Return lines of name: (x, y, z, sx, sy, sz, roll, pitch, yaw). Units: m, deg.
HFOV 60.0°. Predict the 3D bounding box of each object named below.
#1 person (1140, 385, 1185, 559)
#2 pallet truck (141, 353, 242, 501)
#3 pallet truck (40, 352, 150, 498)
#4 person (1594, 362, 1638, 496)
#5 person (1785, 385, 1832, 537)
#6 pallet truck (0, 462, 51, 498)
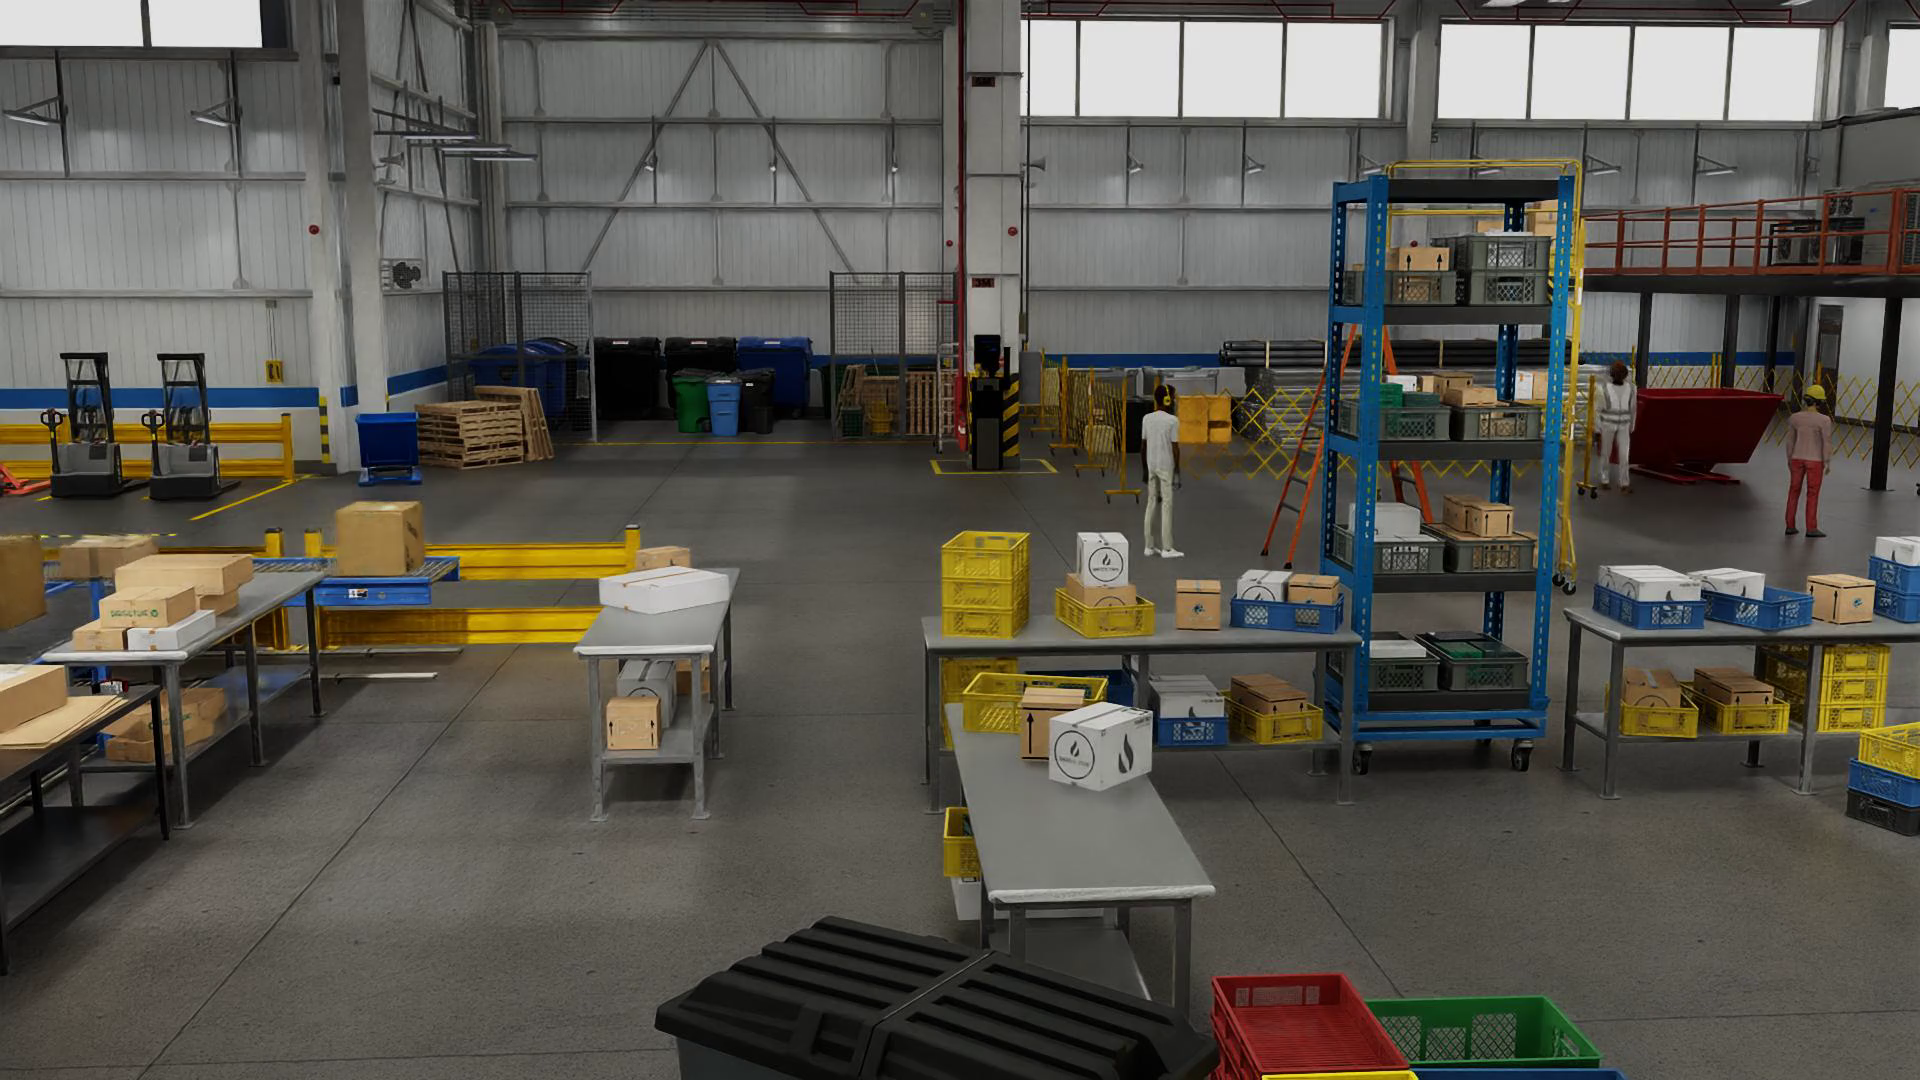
person: (2.168, -0.734, 17.885, 0.335, 1.865, 0.519, -9, 13, -43)
pallet truck: (-10.520, -1.604, 22.925, 0.823, 1.965, 1.885, -1, 9, -6)
pallet truck: (-11.907, -1.642, 23.165, 0.823, 1.965, 1.885, 0, 9, 0)
person: (9.061, -1.528, 22.974, 0.596, 1.823, 0.997, 1, 9, 4)
person: (9.878, -0.918, 19.341, 0.322, 1.767, 0.533, -5, 10, -30)
pallet truck: (-13.193, -1.293, 23.148, 0.653, 1.274, 1.630, -1, 9, -4)
